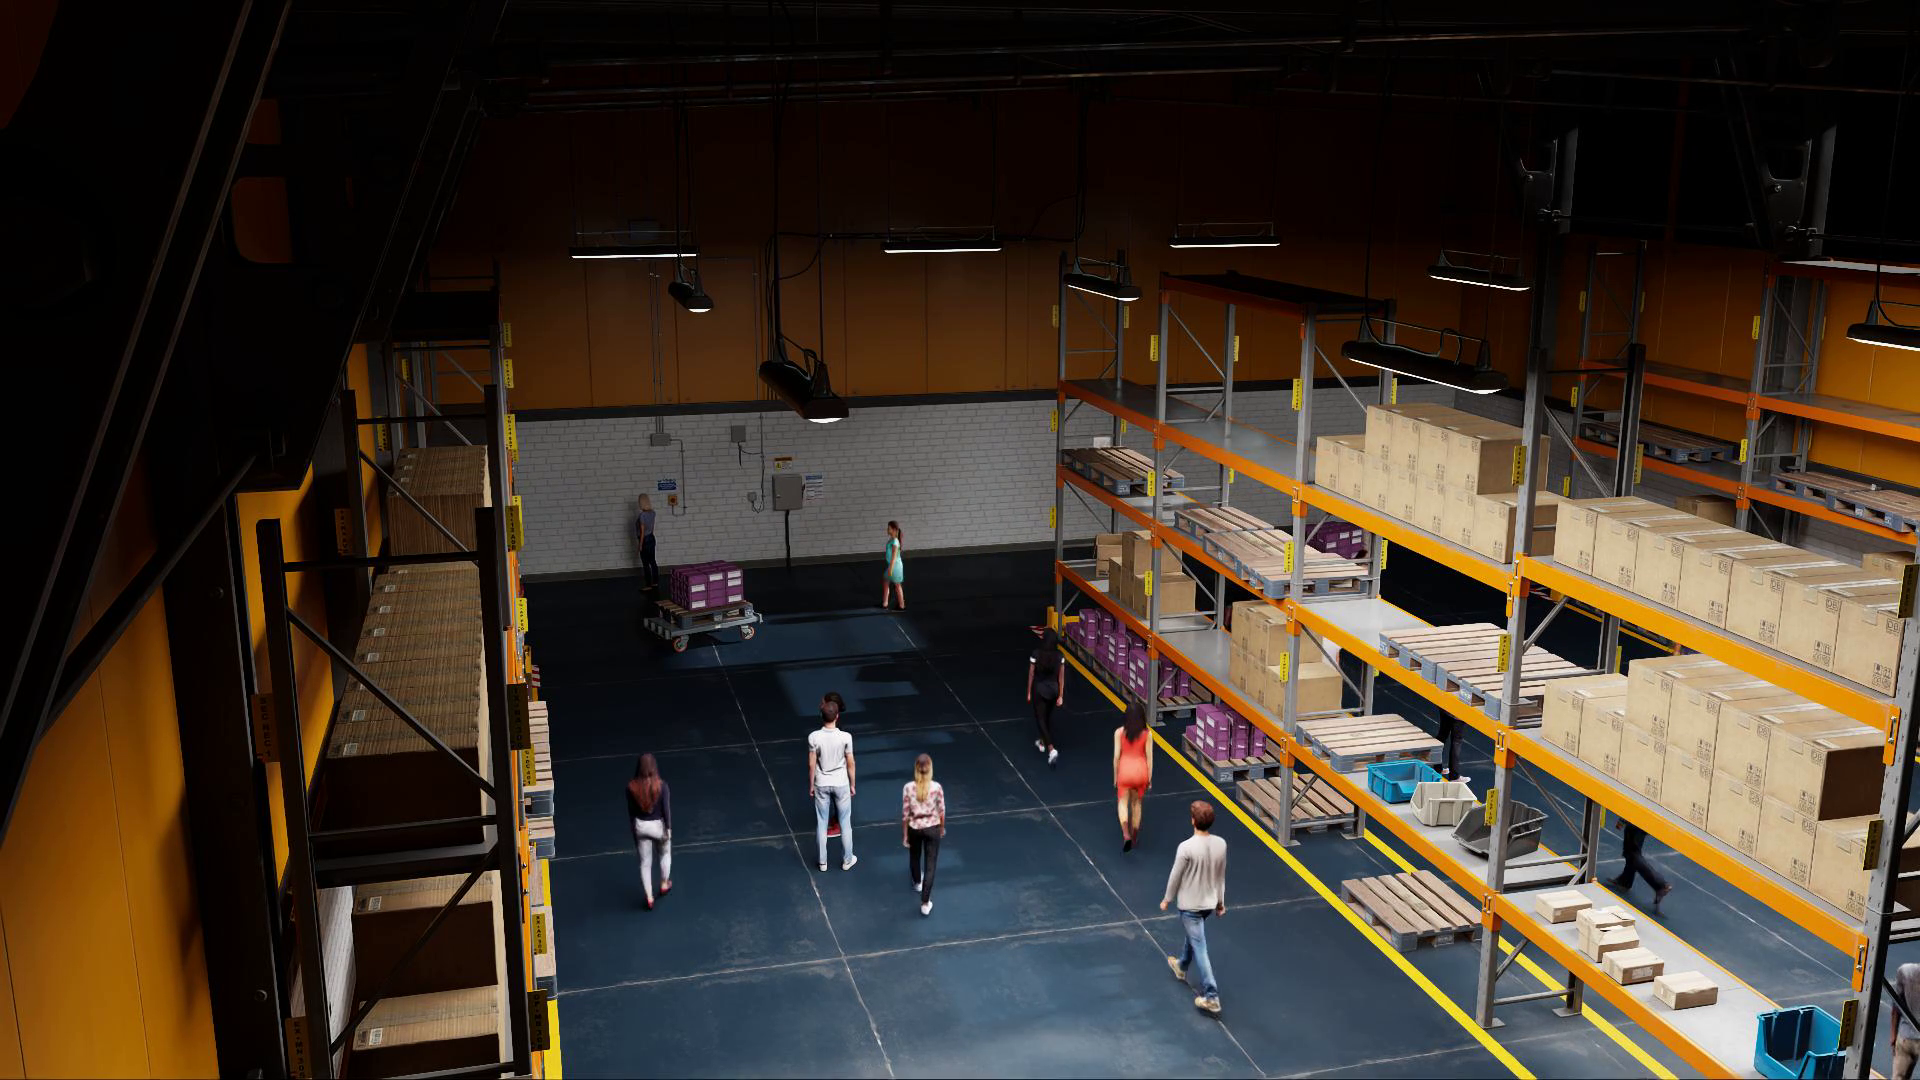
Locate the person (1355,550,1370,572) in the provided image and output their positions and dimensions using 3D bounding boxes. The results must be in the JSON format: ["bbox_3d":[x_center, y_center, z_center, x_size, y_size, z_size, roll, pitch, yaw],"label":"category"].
[{"bbox_3d":[6.197,0.870,25.674,0.687,1.483,0.642,9,16,33],"label":"person"}]

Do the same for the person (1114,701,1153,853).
[{"bbox_3d":[1.877,2.604,18.046,0.752,1.703,0.968,1,14,4],"label":"person"}]

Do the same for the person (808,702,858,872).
[{"bbox_3d":[-1.360,2.615,17.684,0.704,1.851,0.641,0,14,1],"label":"person"}]

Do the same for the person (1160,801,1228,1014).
[{"bbox_3d":[2.163,3.304,14.834,0.843,1.854,1.246,-7,15,-25],"label":"person"}]

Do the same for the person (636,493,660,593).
[{"bbox_3d":[-5.380,0.035,28.615,0.723,1.721,0.630,5,15,20],"label":"person"}]

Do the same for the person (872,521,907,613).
[{"bbox_3d":[-1.003,0.442,27.306,0.675,1.547,0.741,-1,14,-6],"label":"person"}]

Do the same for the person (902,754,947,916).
[{"bbox_3d":[-0.370,2.981,16.715,0.822,1.596,1.068,2,14,8],"label":"person"}]

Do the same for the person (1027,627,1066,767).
[{"bbox_3d":[1.088,1.962,20.720,0.628,1.692,1.153,-4,14,-17],"label":"person"}]

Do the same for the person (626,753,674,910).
[{"bbox_3d":[-3.138,2.963,16.817,0.733,1.584,0.854,0,14,0],"label":"person"}]

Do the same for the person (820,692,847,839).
[{"bbox_3d":[-1.404,2.488,18.586,0.674,1.674,0.502,-2,14,-8],"label":"person"}]
